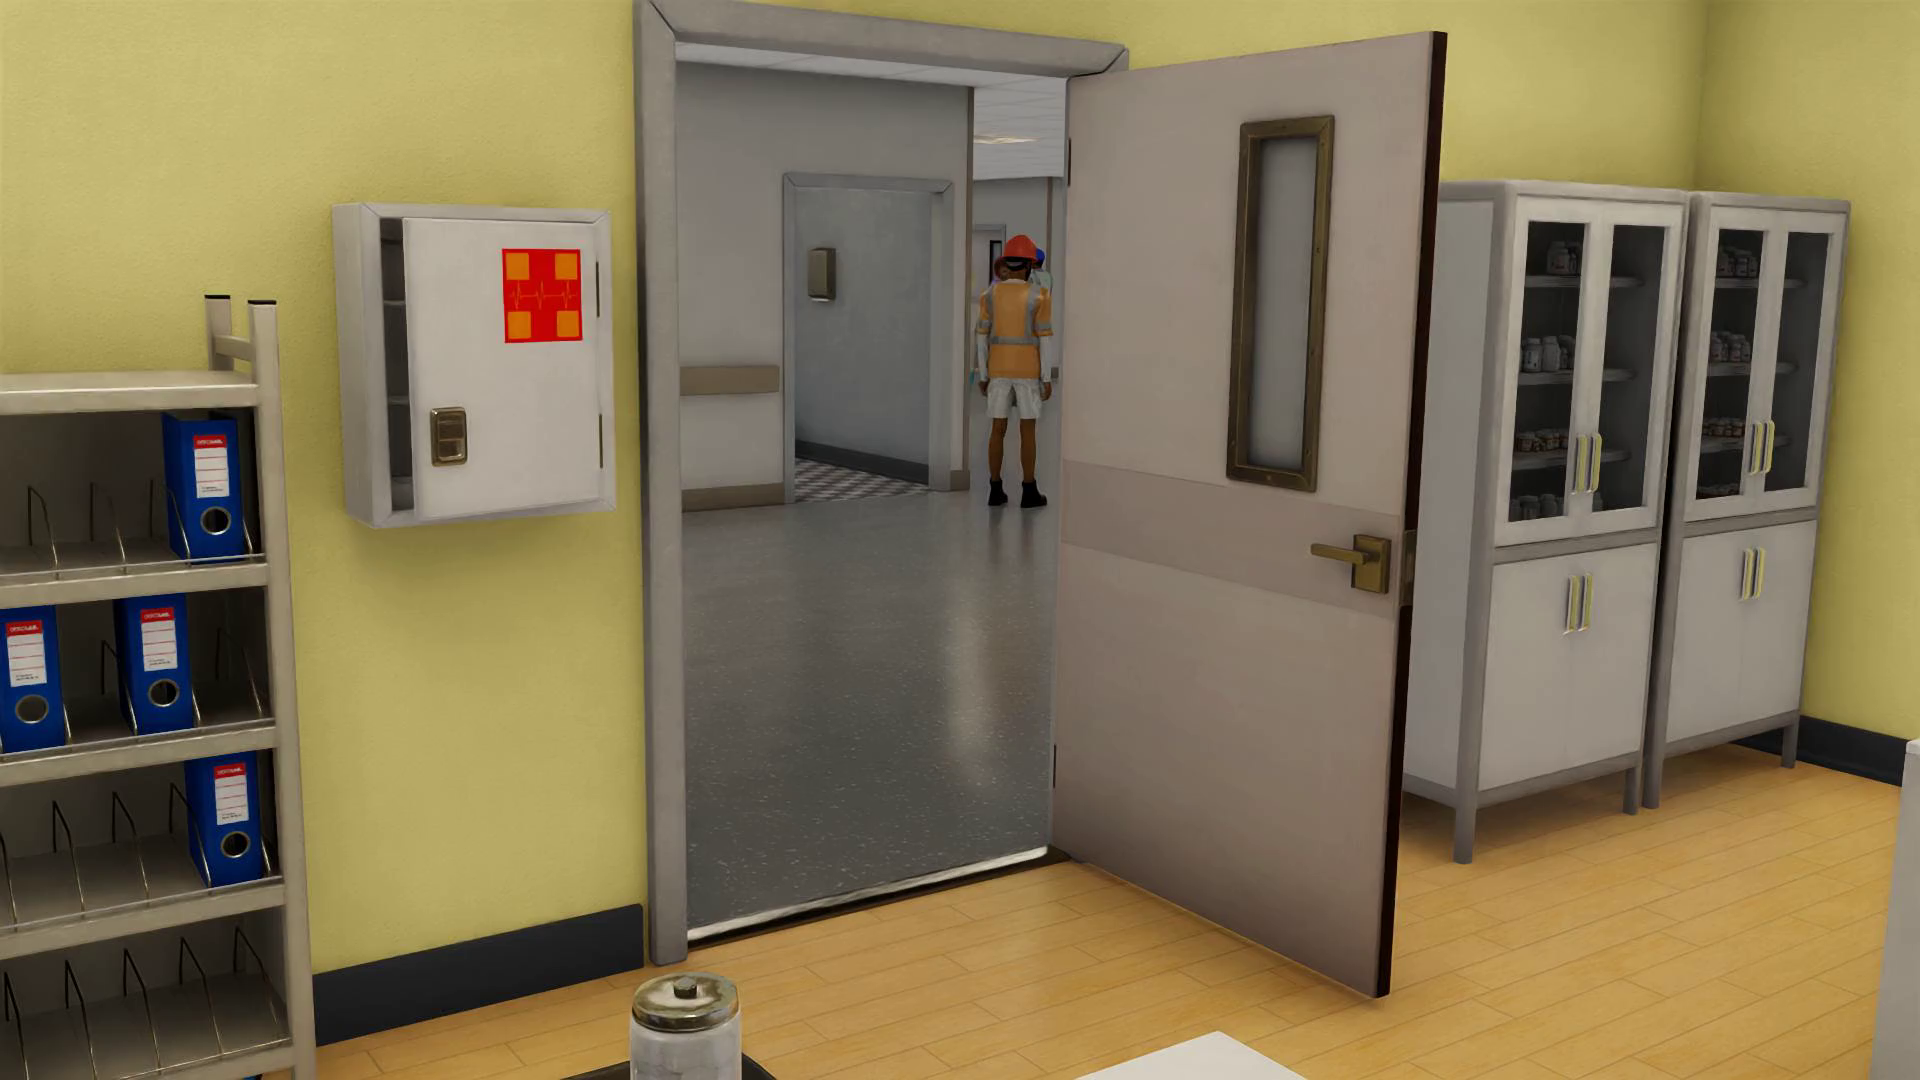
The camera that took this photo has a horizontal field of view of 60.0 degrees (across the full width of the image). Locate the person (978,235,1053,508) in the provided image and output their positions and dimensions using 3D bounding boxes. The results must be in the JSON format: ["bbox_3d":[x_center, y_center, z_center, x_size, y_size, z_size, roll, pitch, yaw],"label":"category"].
[{"bbox_3d":[0.405,-1.199,11.878,0.552,1.932,0.377,4,10,21],"label":"person"}]

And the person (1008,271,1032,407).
[{"bbox_3d":[0.736,-2.484,20.132,0.339,1.748,0.563,0,10,-4],"label":"person"}]

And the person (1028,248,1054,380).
[{"bbox_3d":[1.127,-3.303,24.470,0.391,1.948,0.605,8,12,35],"label":"person"}]

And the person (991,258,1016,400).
[{"bbox_3d":[0.544,-2.638,20.916,0.440,1.800,0.680,3,10,14],"label":"person"}]
